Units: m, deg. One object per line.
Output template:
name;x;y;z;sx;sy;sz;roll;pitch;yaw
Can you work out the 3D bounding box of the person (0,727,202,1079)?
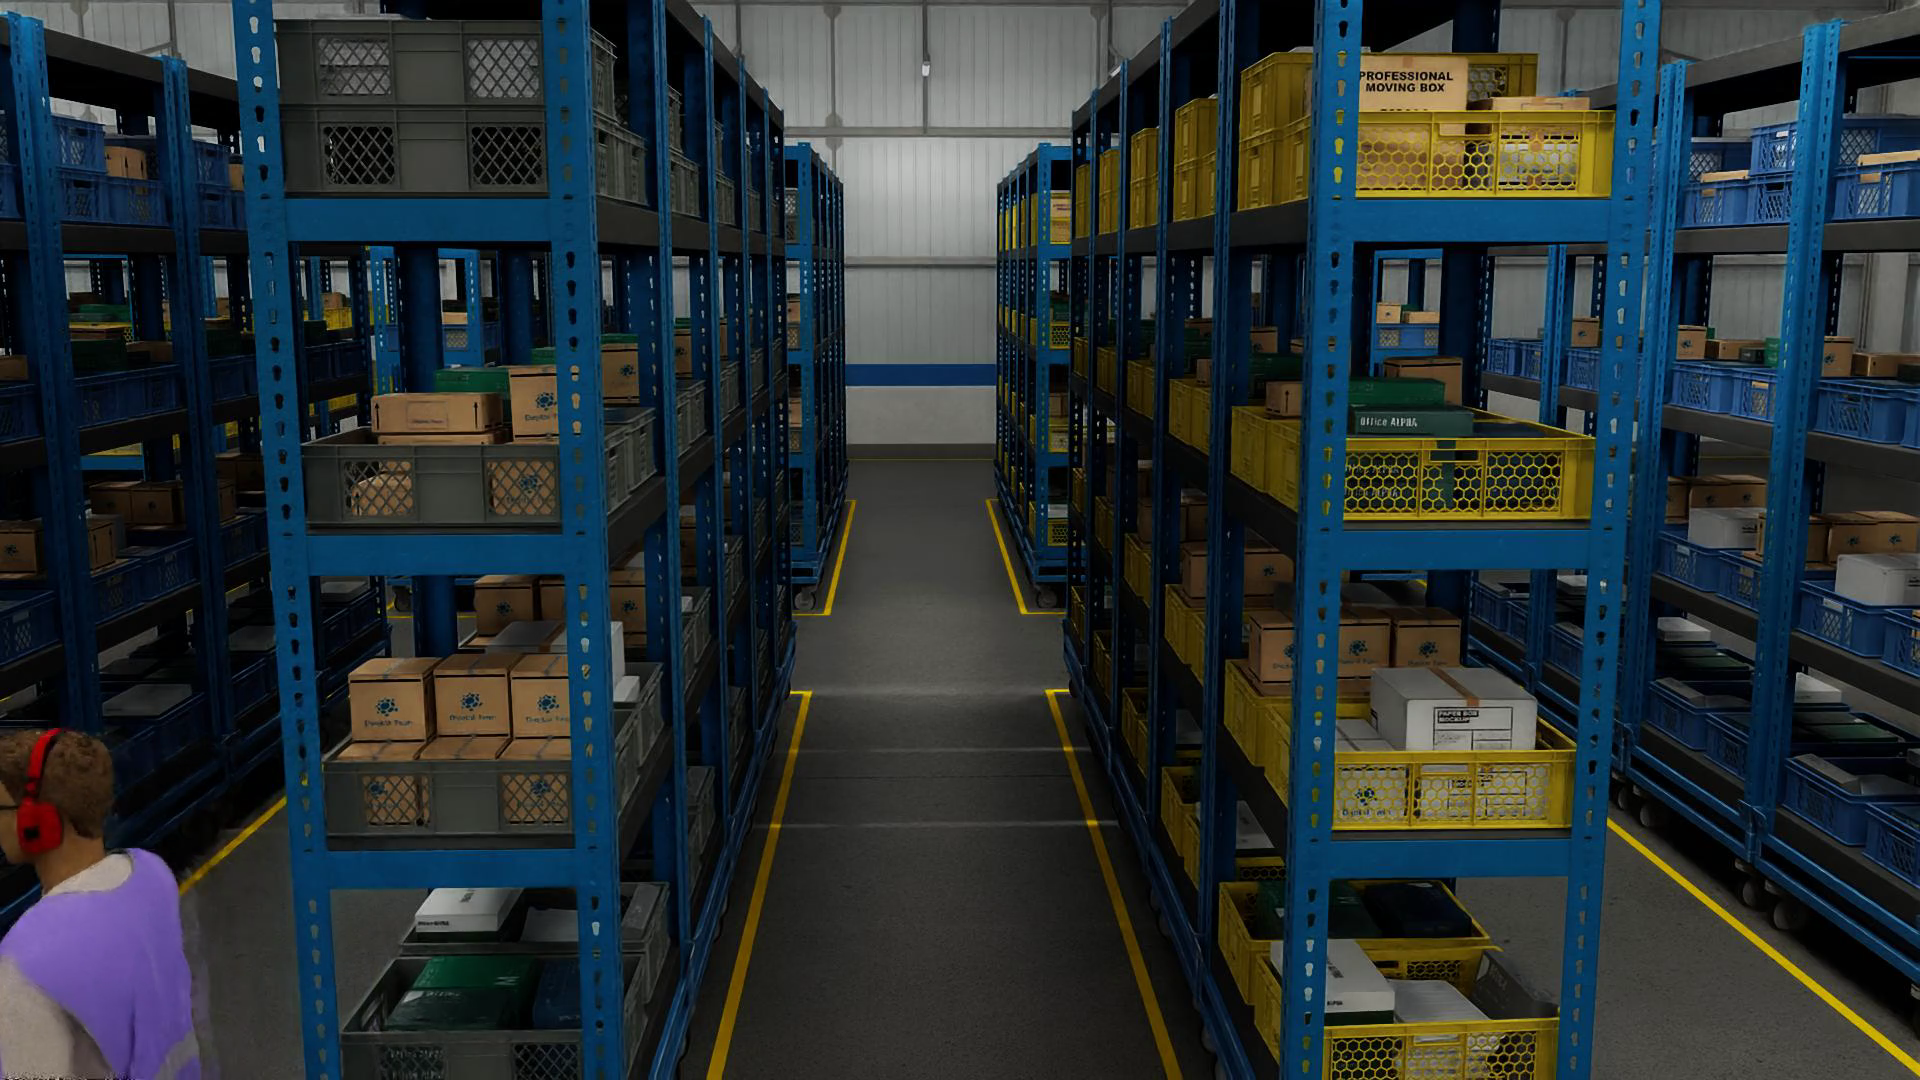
person;-1.642;1.252;3.281;0.812;1.817;0.578;-1;9;-6
